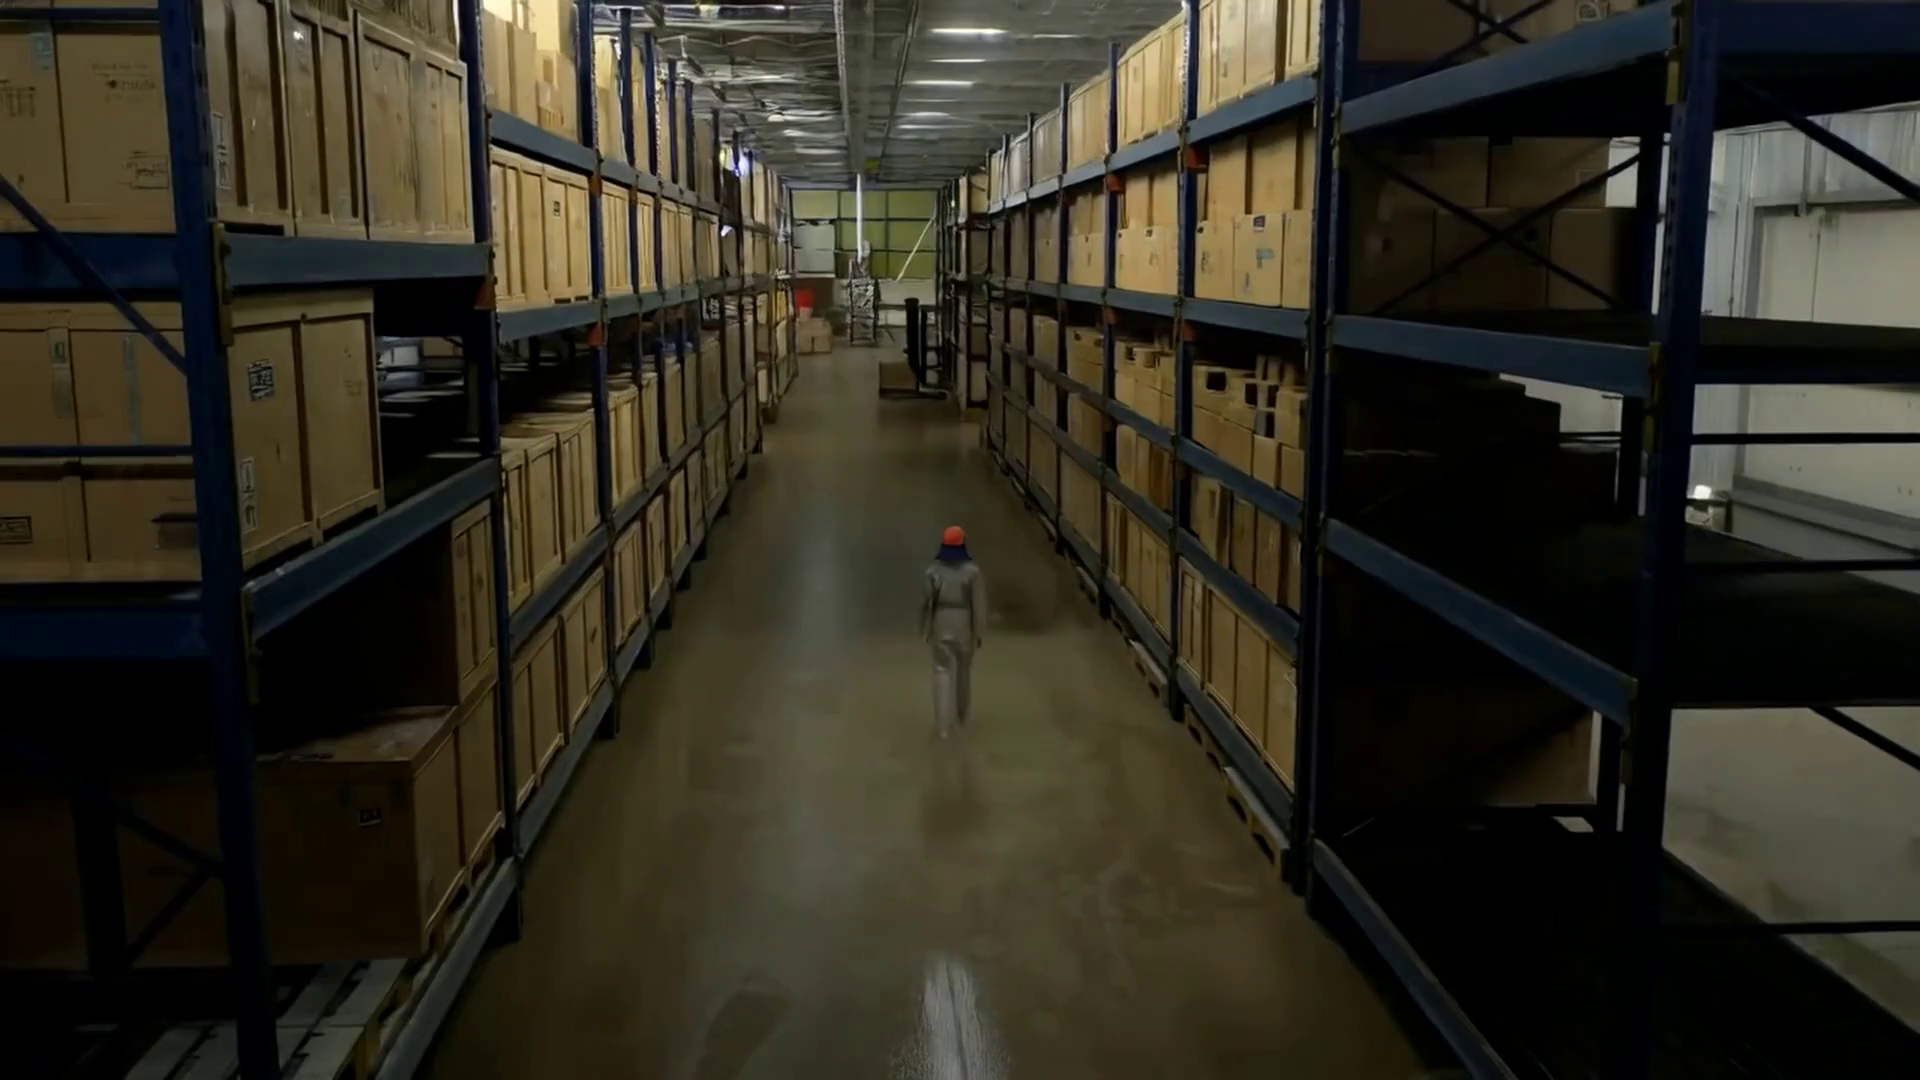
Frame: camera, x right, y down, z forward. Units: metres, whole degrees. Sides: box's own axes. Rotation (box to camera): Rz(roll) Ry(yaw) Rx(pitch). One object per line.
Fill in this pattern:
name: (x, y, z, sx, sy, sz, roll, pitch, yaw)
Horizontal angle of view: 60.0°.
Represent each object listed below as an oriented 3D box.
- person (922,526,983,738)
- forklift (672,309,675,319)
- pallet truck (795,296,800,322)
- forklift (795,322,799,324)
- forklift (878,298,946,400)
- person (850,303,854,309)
person: (-0.066, 0.737, 13.583, 0.500, 1.701, 0.883, 1, 10, 3)
forklift: (-9.808, -7.442, 58.921, 1.873, 2.768, 1.129, -8, 13, -41)
pallet truck: (-8.622, -12.439, 91.403, 1.885, 1.965, 0.823, 2, 10, 13)
forklift: (-8.144, -10.046, 74.477, 1.873, 2.768, 1.129, -5, 11, -28)
forklift: (-1.344, -5.354, 46.451, 1.873, 2.768, 1.129, -1, 10, -3)
person: (-5.824, -11.850, 88.812, 0.496, 1.676, 0.539, -4, 10, -24)
